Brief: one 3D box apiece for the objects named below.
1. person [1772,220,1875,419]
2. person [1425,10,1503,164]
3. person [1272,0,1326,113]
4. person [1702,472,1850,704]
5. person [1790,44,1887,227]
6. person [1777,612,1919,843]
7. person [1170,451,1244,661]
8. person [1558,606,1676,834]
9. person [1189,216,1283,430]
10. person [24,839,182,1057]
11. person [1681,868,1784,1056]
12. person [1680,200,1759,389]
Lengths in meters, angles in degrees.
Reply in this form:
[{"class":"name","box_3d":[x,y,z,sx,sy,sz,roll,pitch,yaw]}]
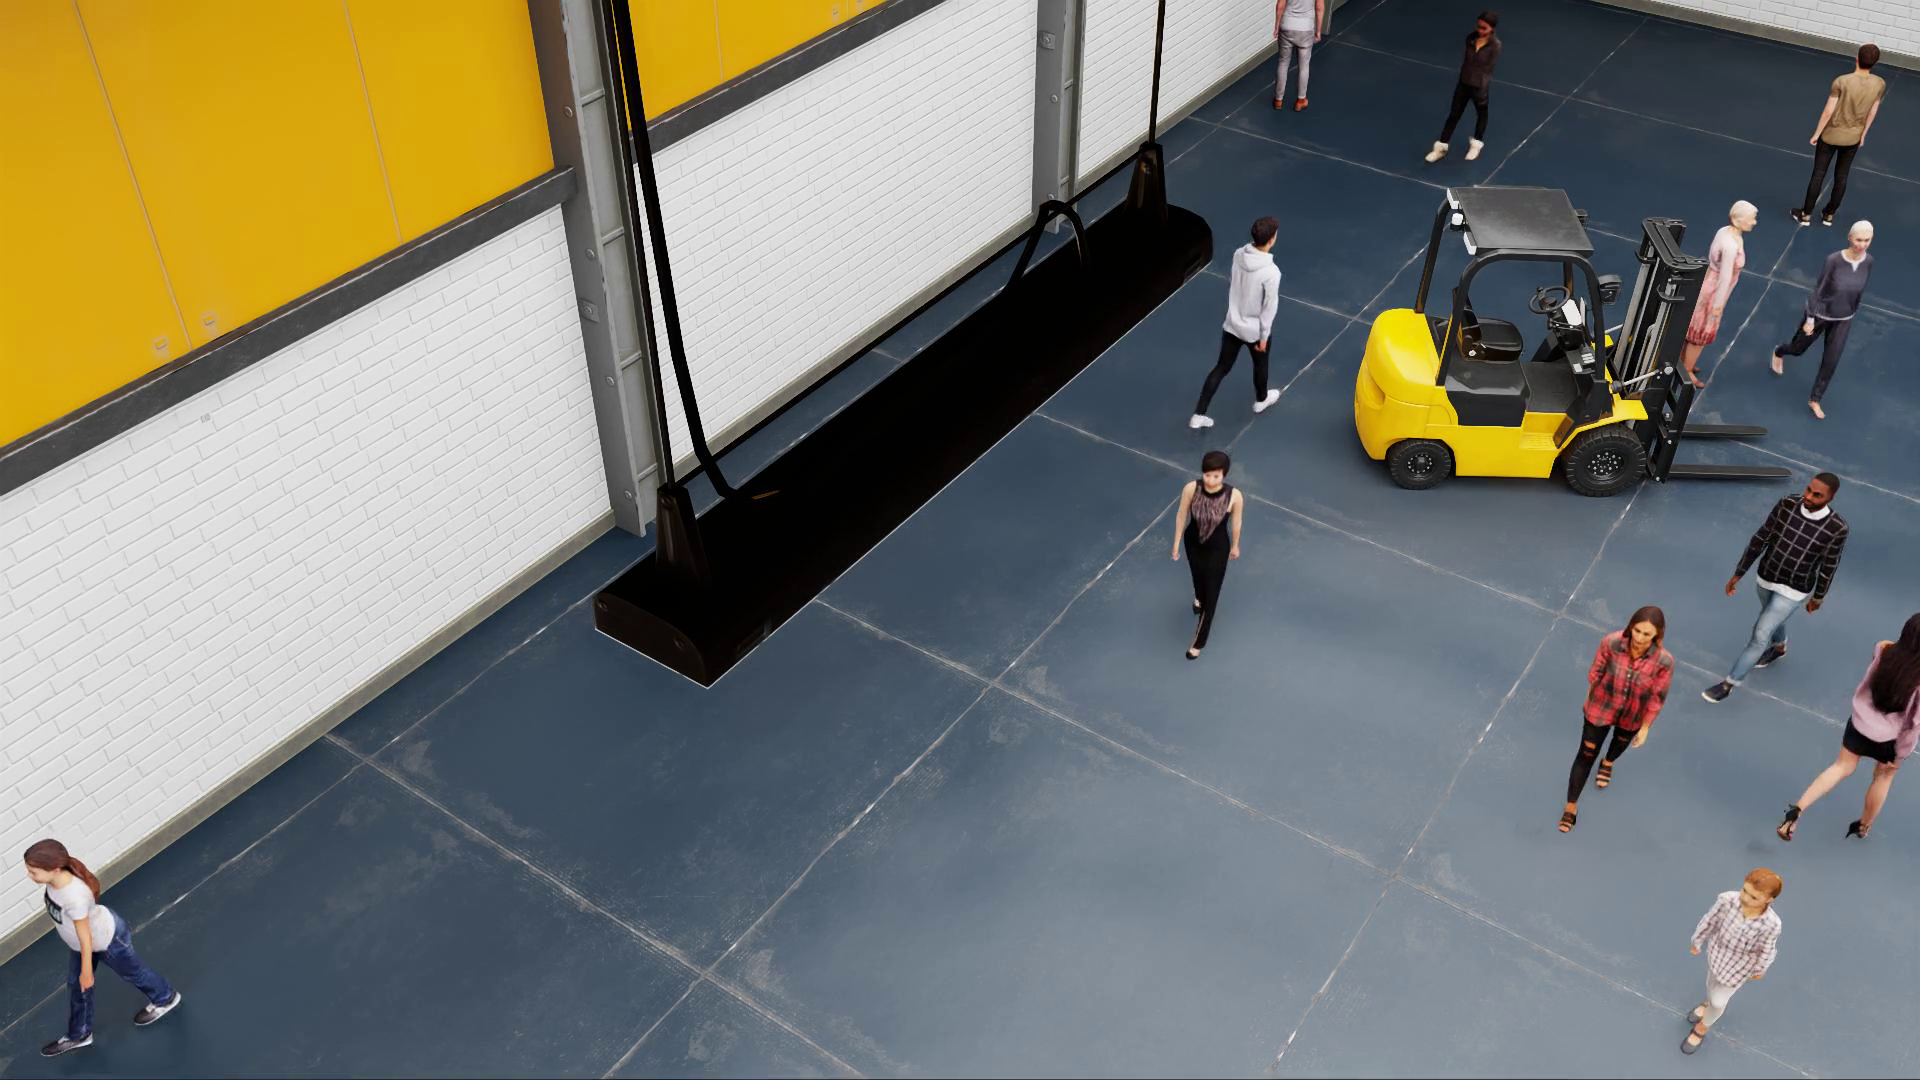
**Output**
[{"class":"person","box_3d":[7.257,-1.936,13.956,0.977,1.698,1.141,1,39,1]},{"class":"person","box_3d":[5.320,-4.714,17.469,0.701,1.654,0.843,30,48,32]},{"class":"person","box_3d":[3.762,-5.694,18.560,0.763,1.825,0.684,11,40,13]},{"class":"person","box_3d":[5.577,0.253,11.161,1.299,1.764,0.996,-21,43,-24]},{"class":"person","box_3d":[8.696,-3.990,16.405,0.747,1.851,0.742,4,39,5]},{"class":"person","box_3d":[5.418,1.183,9.978,1.096,1.788,0.887,-16,41,-19]},{"class":"person","box_3d":[1.743,0.003,11.643,0.759,1.553,1.091,14,41,17]},{"class":"person","box_3d":[4.123,1.002,10.317,0.684,1.648,1.086,19,42,22]},{"class":"person","box_3d":[2.258,-1.712,13.524,1.307,1.886,0.880,-30,47,-32]},{"class":"person","box_3d":[-4.609,2.117,9.010,0.646,1.536,0.979,31,48,33]},{"class":"person","box_3d":[4.260,2.216,9.079,0.743,1.295,0.649,-24,45,-27]},{"class":"person","box_3d":[6.414,-2.107,14.176,0.728,1.690,0.627,9,39,11]}]
